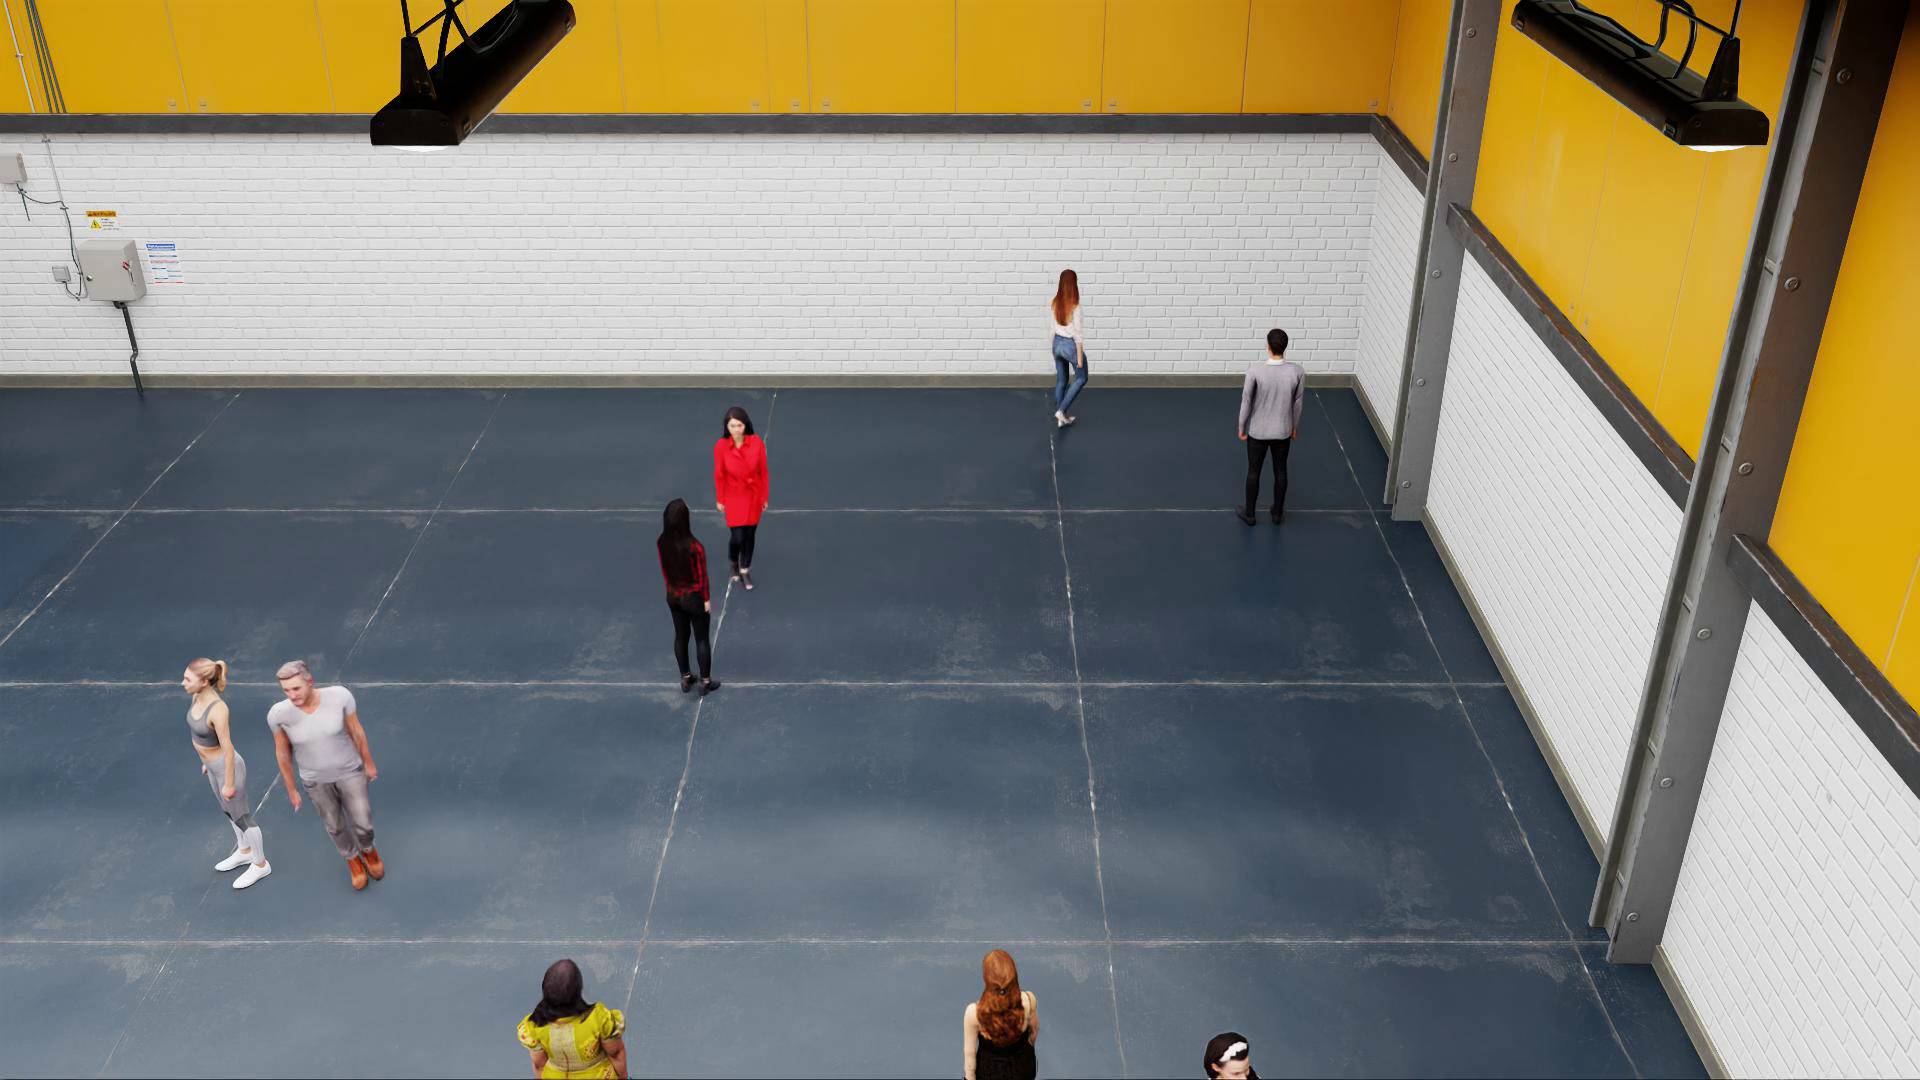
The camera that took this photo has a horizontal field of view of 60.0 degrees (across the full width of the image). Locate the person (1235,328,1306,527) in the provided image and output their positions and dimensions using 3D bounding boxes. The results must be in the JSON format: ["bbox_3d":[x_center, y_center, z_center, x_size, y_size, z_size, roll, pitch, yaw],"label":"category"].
[{"bbox_3d":[2.870,-1.033,15.353,0.734,1.921,0.612,-1,29,-2],"label":"person"}]

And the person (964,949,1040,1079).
[{"bbox_3d":[0.249,2.848,8.597,0.732,1.578,1.133,-5,29,-10],"label":"person"}]

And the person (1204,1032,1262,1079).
[{"bbox_3d":[1.229,3.059,7.960,0.859,1.817,0.914,-22,35,-34],"label":"person"}]

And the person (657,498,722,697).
[{"bbox_3d":[-2.132,0.459,12.901,0.655,1.650,0.652,13,31,23],"label":"person"}]

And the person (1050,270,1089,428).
[{"bbox_3d":[1.064,-1.941,17.226,0.761,1.720,0.820,24,37,37],"label":"person"}]

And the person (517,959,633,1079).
[{"bbox_3d":[-1.946,2.826,8.553,0.861,1.659,0.776,-2,29,-4],"label":"person"}]

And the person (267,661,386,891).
[{"bbox_3d":[-4.121,1.483,10.865,0.833,1.802,0.812,-13,31,-22],"label":"person"}]

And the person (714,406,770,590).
[{"bbox_3d":[-1.891,-0.386,14.359,0.699,1.736,0.731,-9,30,-16],"label":"person"}]

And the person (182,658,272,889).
[{"bbox_3d":[-4.831,1.505,10.928,0.721,1.704,0.661,-25,37,-38],"label":"person"}]
